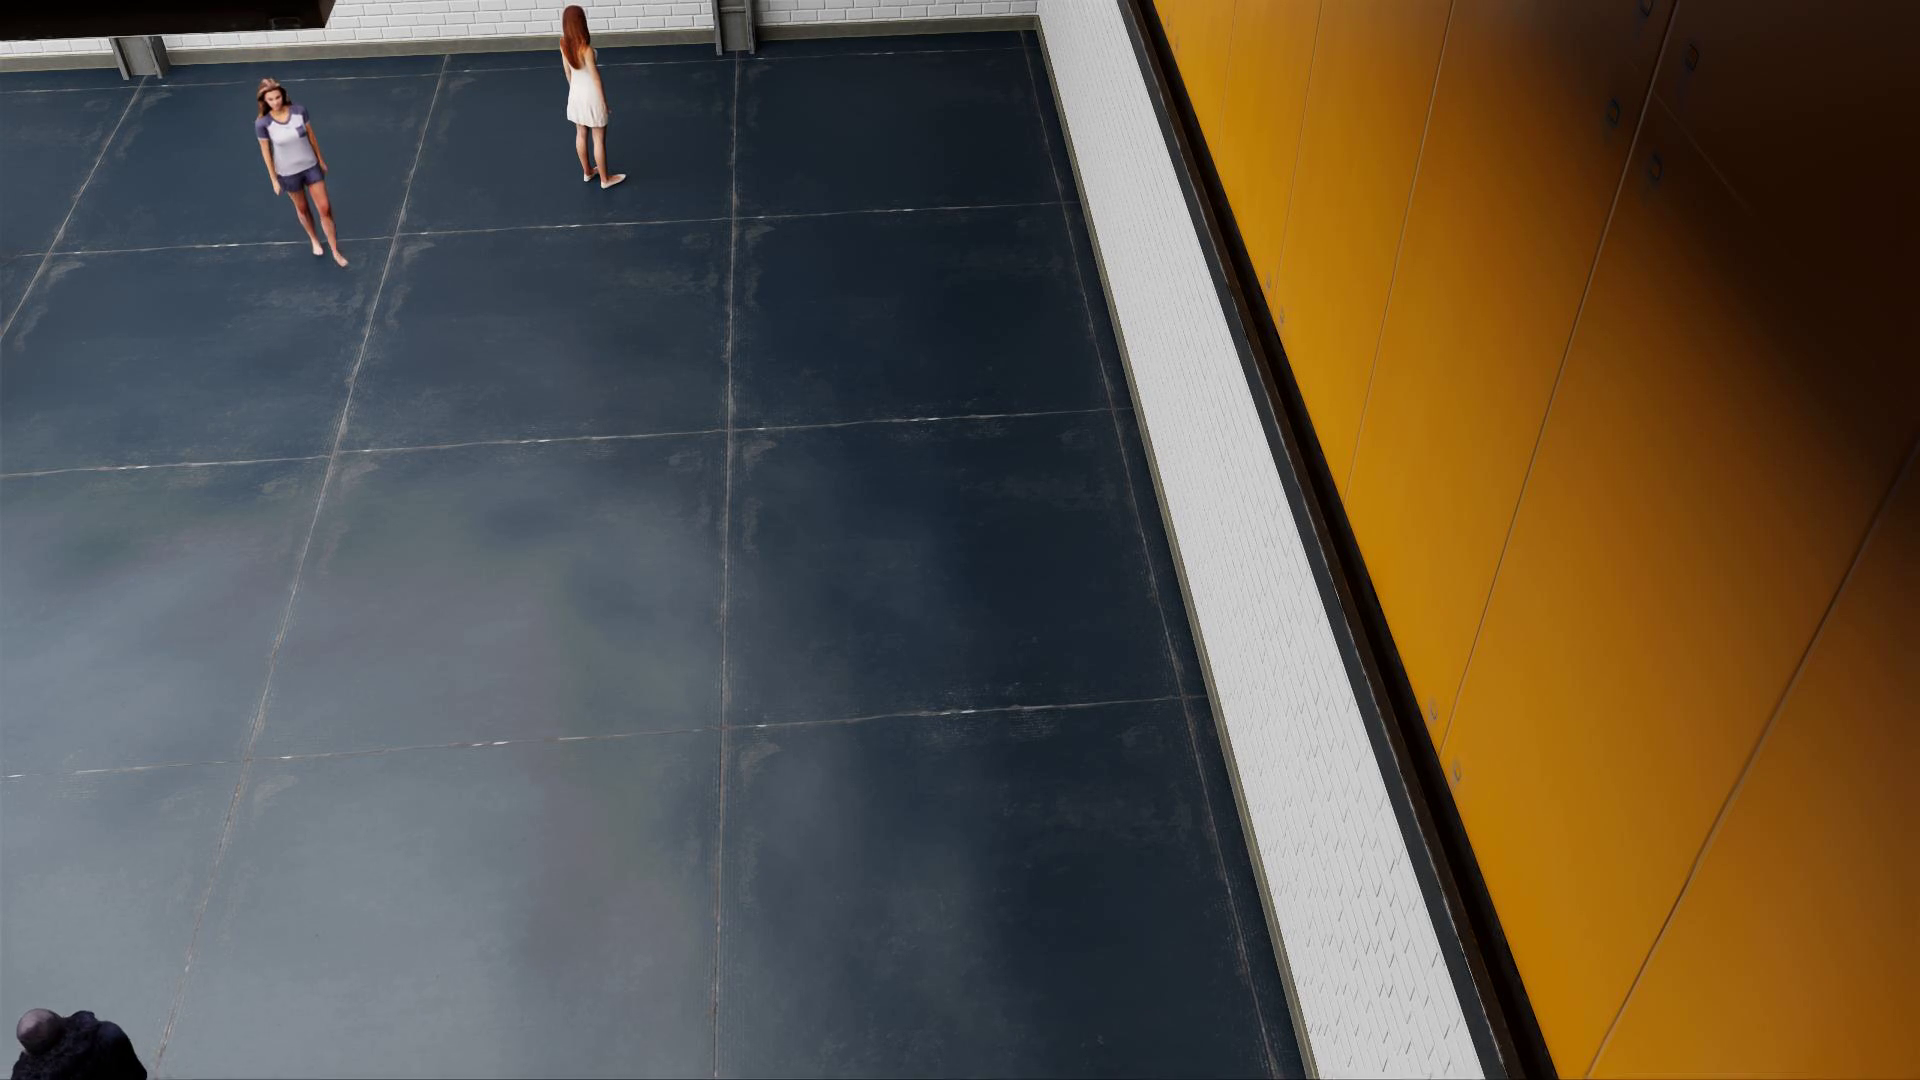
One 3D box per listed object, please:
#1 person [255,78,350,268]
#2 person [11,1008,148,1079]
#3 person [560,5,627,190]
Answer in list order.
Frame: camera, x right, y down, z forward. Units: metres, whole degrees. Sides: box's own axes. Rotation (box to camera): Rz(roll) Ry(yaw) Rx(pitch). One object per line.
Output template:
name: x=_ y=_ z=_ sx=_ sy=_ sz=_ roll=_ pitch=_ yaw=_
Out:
person: x=-5.616 y=-3.162 z=14.066 sx=0.884 sy=1.706 sz=0.888 roll=-22 pitch=48 yaw=-21
person: x=-4.031 y=2.748 z=7.891 sx=0.839 sy=1.666 sz=0.797 roll=23 pitch=48 yaw=22
person: x=-3.353 y=-3.974 z=14.916 sx=0.637 sy=1.709 sz=0.708 roll=26 pitch=49 yaw=25
